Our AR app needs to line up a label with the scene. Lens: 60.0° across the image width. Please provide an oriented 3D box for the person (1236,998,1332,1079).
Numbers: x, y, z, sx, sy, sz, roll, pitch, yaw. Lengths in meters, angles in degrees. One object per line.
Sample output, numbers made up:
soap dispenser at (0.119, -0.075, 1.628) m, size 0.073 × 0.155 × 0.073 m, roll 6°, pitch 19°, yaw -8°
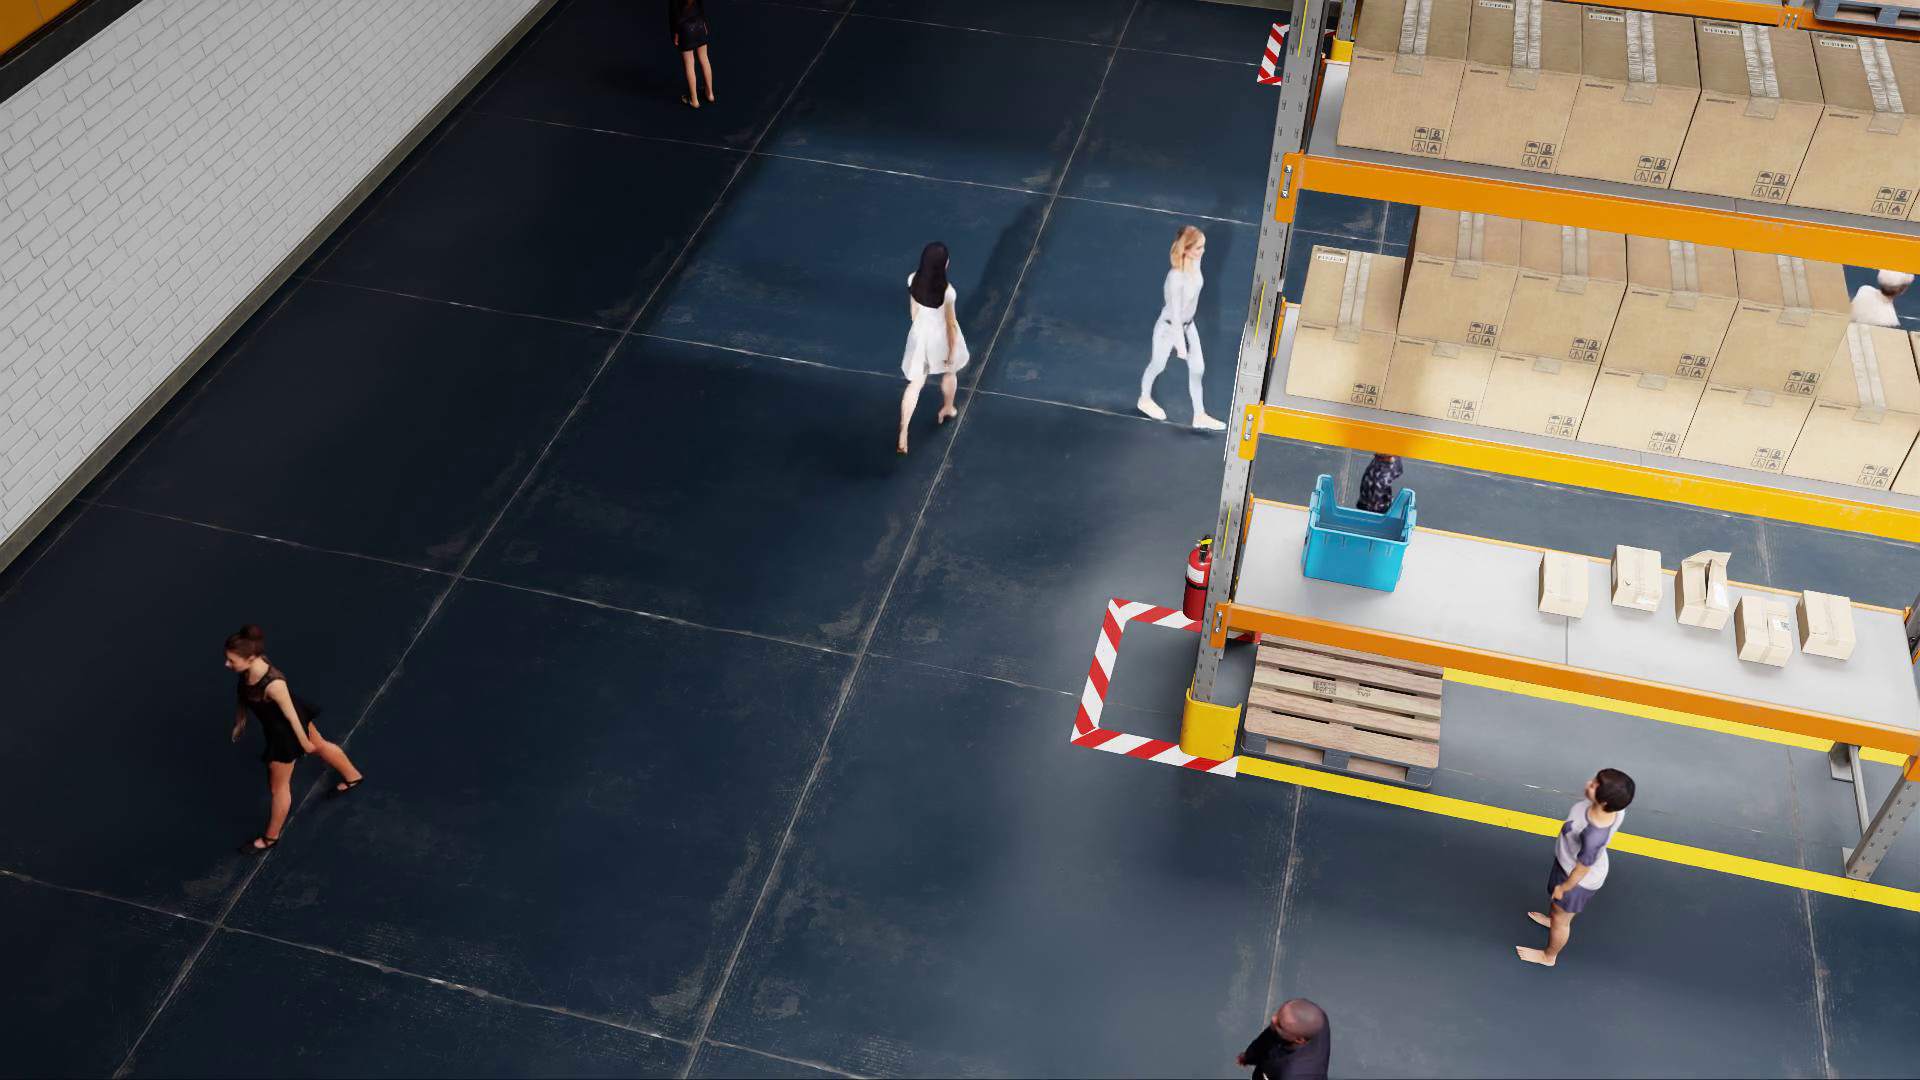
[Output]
person at (1.629, 2.728, 7.942) m, size 1.198 × 1.774 × 0.764 m, roll 14°, pitch 45°, yaw 15°

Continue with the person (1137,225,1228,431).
person at (1.538, -1.600, 12.490) m, size 1.062 × 1.767 × 0.833 m, roll 28°, pitch 50°, yaw 26°

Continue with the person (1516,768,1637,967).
person at (3.389, 1.775, 9.093) m, size 0.603 × 1.566 × 0.618 m, roll 22°, pitch 48°, yaw 22°

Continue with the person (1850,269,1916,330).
person at (6.443, -1.279, 12.196) m, size 1.174 × 1.707 × 0.939 m, roll -8°, pitch 44°, yaw -8°

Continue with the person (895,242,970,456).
person at (-0.248, -1.392, 12.287) m, size 1.092 × 1.748 × 0.811 m, roll 19°, pitch 47°, yaw 19°

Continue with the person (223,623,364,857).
person at (-3.897, 1.058, 9.793) m, size 1.017 × 1.638 × 1.069 m, roll -30°, pitch 51°, yaw -28°

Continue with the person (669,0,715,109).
person at (-2.622, -4.981, 16.193) m, size 0.638 × 1.556 × 0.689 m, roll -29°, pitch 51°, yaw -27°
